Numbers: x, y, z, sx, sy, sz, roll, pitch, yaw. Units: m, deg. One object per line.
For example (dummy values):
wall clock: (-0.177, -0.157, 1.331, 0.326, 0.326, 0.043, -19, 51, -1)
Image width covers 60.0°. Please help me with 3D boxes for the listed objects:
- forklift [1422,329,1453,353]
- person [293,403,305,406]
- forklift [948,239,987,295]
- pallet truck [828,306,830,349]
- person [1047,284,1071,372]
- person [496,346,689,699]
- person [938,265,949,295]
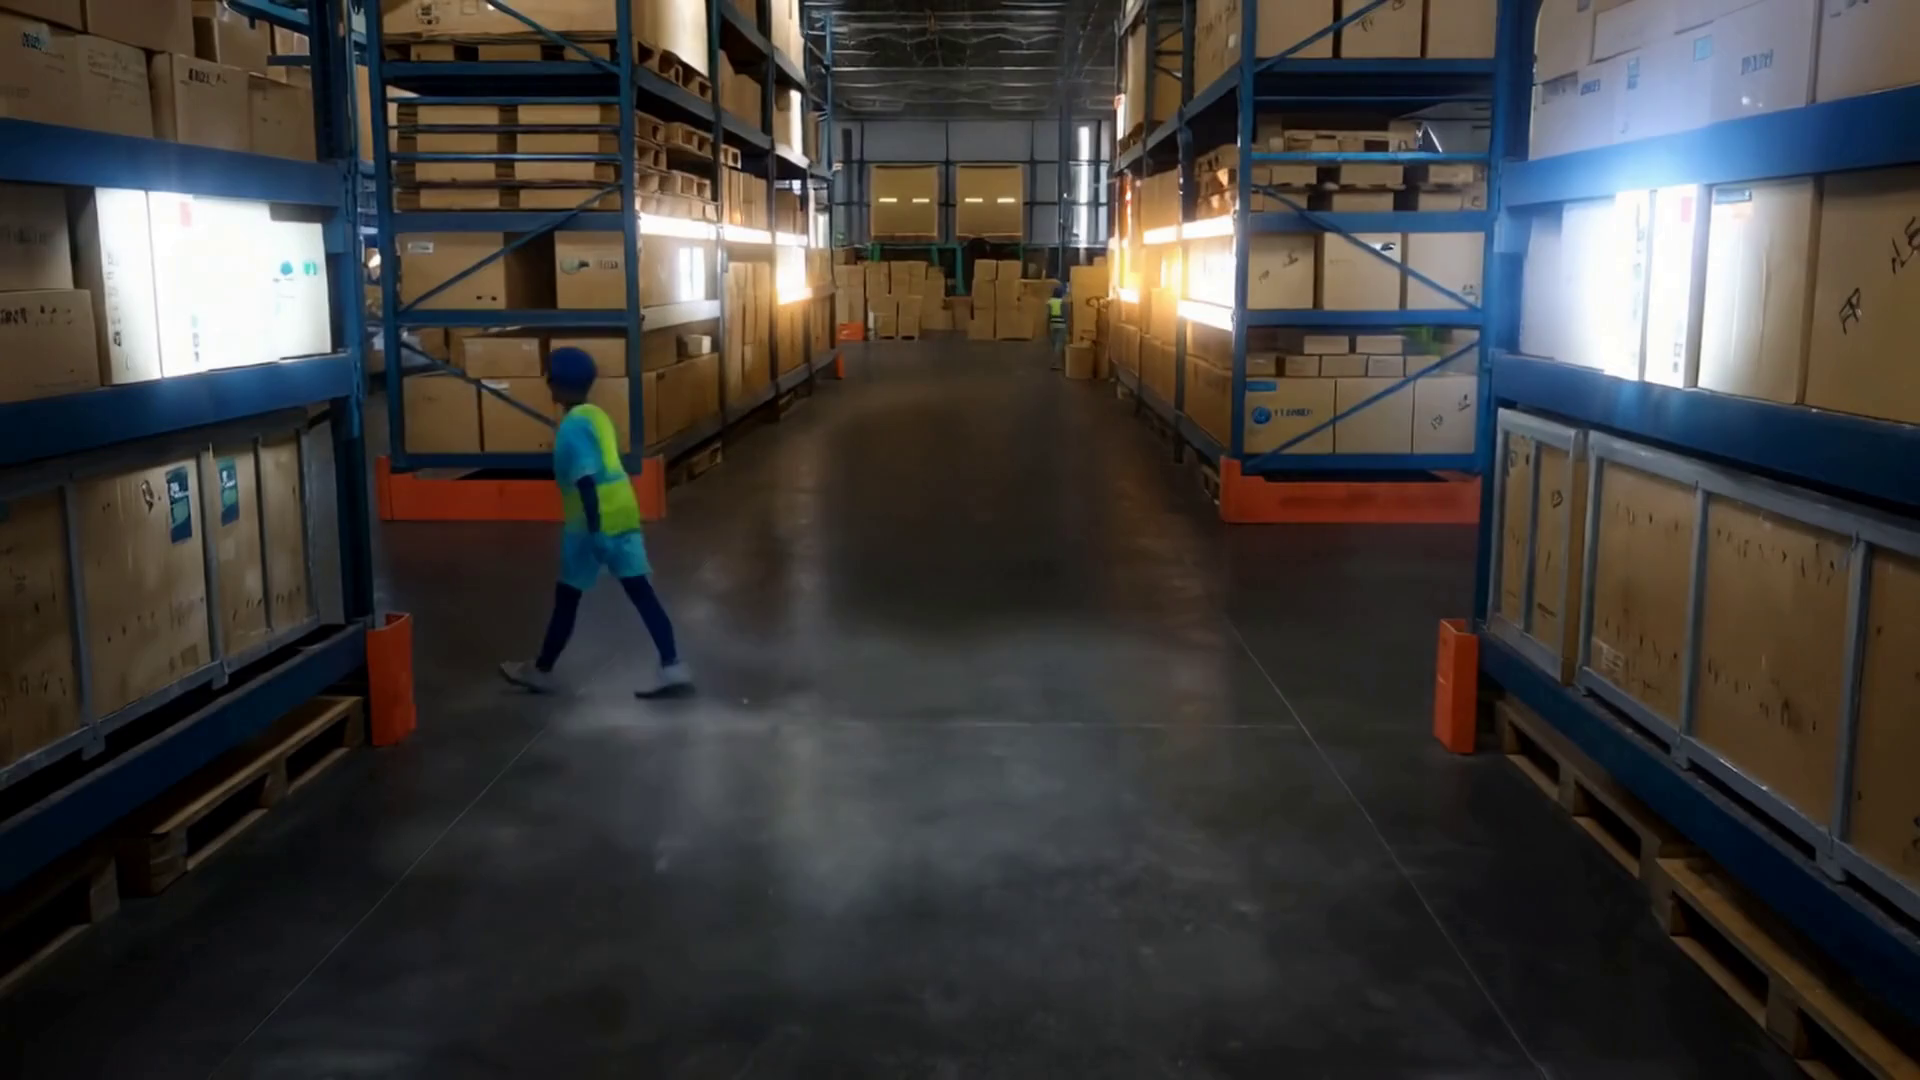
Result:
forklift: (10.996, -5.500, 36.508, 1.129, 2.768, 1.873, 0, 9, 1)
person: (-6.690, -1.547, 16.603, 0.526, 1.619, 0.350, -1, 10, -4)
forklift: (0.600, -8.940, 57.110, 1.873, 2.768, 1.129, 4, 10, 20)
pallet truck: (-3.100, -3.940, 29.800, 1.885, 1.965, 0.823, 3, 10, 19)
person: (1.873, -3.935, 30.863, 0.540, 1.619, 0.560, 7, 12, 37)
person: (-1.700, -0.072, 7.689, 0.931, 1.628, 0.538, 1, 10, 8)
person: (-0.639, -8.885, 59.621, 0.375, 1.931, 0.542, 5, 11, 30)
